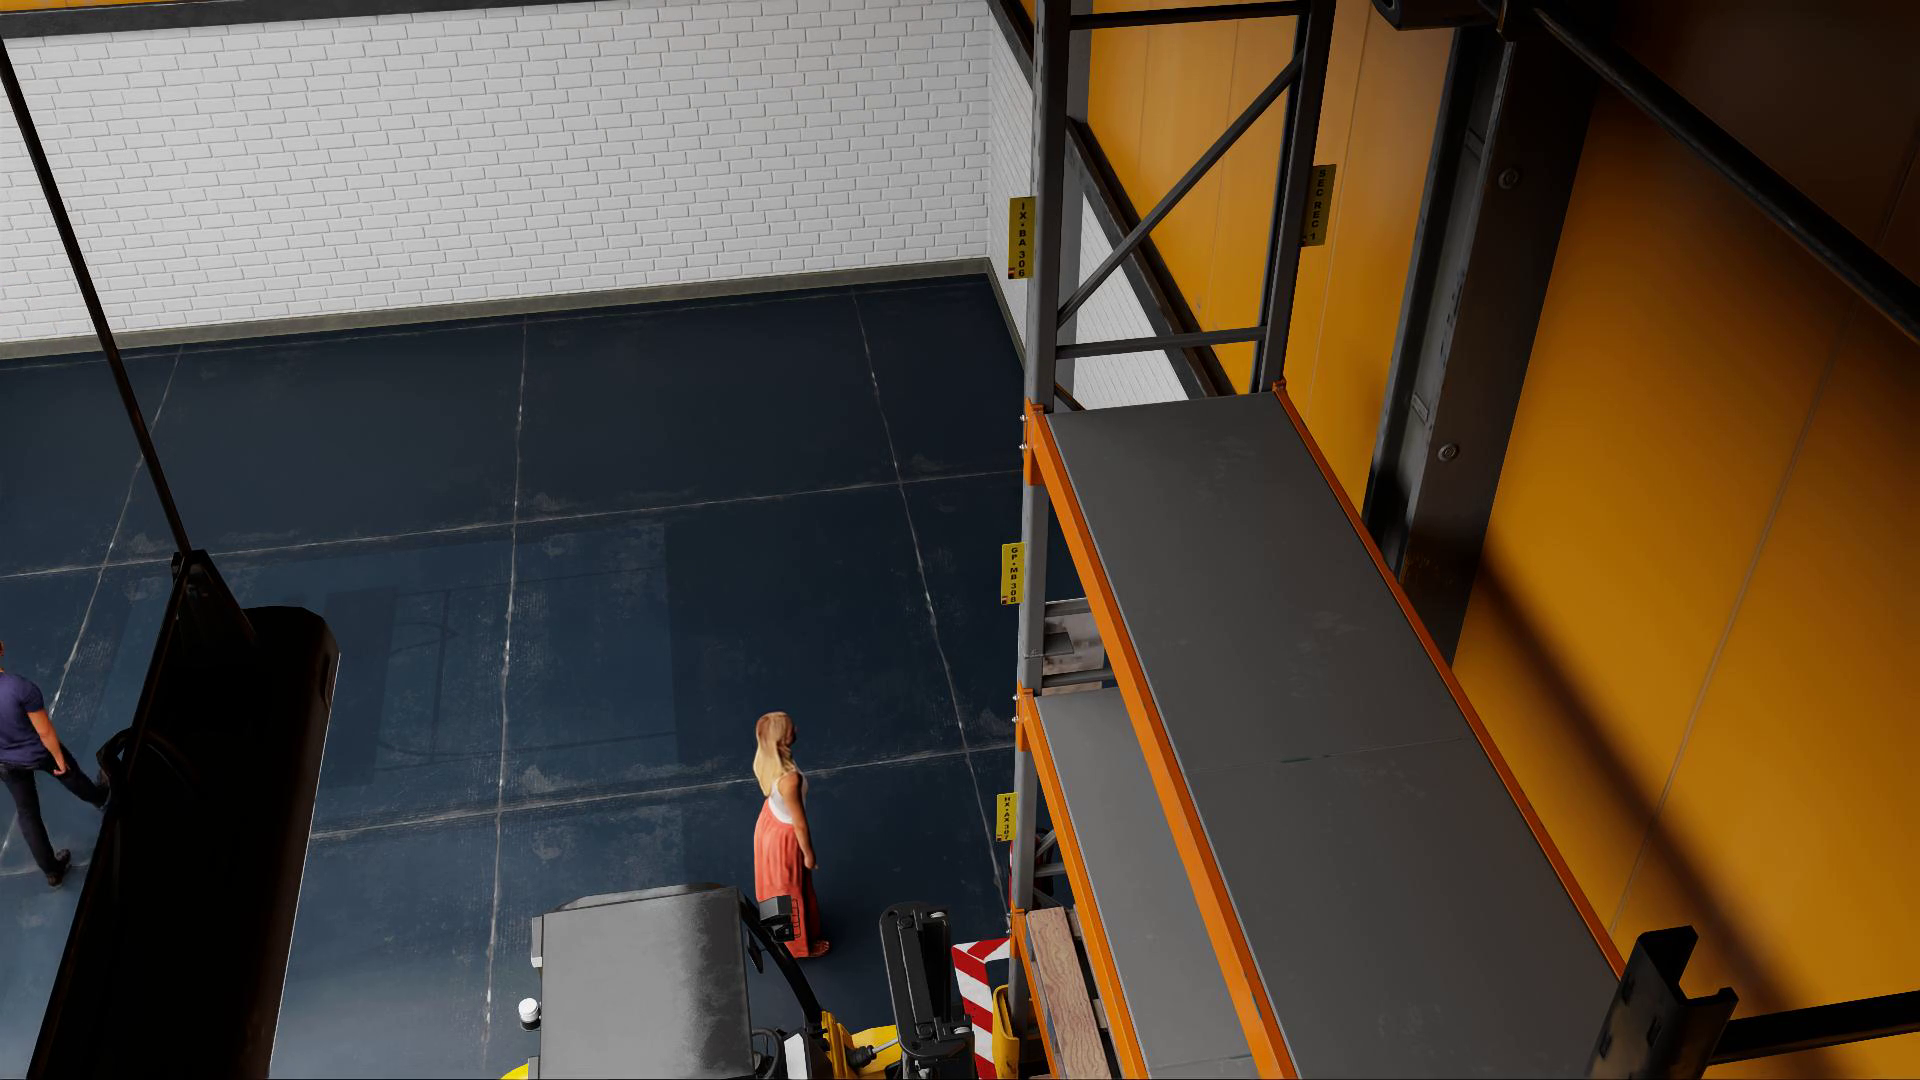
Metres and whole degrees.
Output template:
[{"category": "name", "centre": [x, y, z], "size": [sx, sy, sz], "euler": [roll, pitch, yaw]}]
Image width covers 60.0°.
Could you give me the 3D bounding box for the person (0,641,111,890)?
[{"category": "person", "centre": [-5.440, 1.302, 9.606], "size": [0.644, 1.750, 1.047], "euler": [-6, 39, -7]}]

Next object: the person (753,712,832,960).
[{"category": "person", "centre": [-0.968, 1.622, 9.163], "size": [0.738, 1.803, 0.598], "euler": [-16, 41, -19]}]
